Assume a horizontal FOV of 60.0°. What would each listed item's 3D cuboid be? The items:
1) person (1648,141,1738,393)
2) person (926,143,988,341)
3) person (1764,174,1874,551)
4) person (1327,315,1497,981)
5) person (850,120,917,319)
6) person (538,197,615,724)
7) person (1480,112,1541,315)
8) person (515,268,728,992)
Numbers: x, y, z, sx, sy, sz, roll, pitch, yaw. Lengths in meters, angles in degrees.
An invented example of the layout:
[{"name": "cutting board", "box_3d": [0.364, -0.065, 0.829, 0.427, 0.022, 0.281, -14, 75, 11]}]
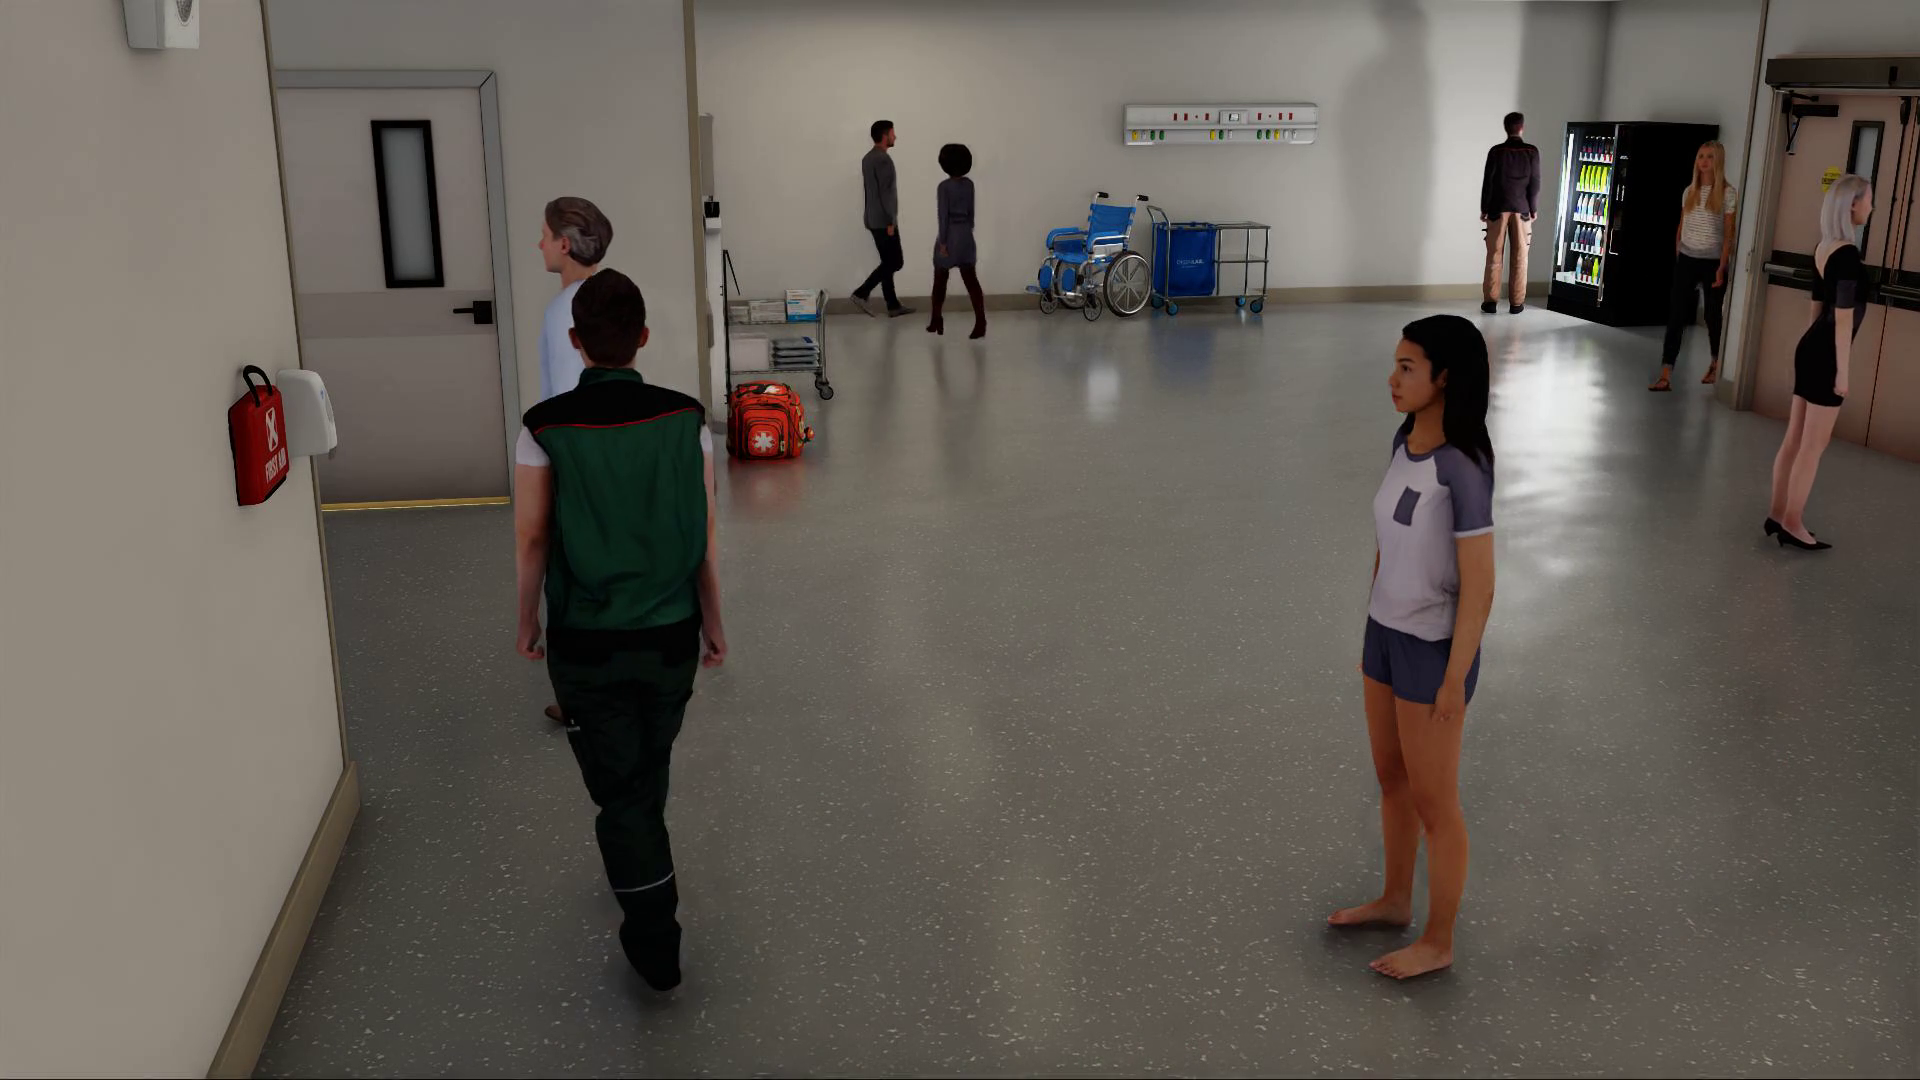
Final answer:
[{"name": "person", "box_3d": [5.465, -1.956, 12.136, 1.193, 1.778, 1.143, 15, 21, 42]}, {"name": "person", "box_3d": [0.027, -2.527, 14.364, 0.879, 1.668, 1.175, -10, 19, -32]}, {"name": "person", "box_3d": [4.221, -0.863, 8.166, 0.671, 1.829, 0.526, 1, 16, 4]}, {"name": "person", "box_3d": [1.191, 0.281, 4.285, 0.652, 1.733, 0.432, -4, 16, -13]}, {"name": "person", "box_3d": [-0.777, -2.999, 15.693, 0.936, 1.855, 1.025, -7, 17, -25]}, {"name": "person", "box_3d": [-1.326, -0.281, 5.983, 0.783, 1.894, 0.619, 2, 16, 6]}, {"name": "person", "box_3d": [5.360, -3.195, 16.265, 0.779, 1.922, 0.732, 3, 16, 11]}, {"name": "person", "box_3d": [-0.840, 0.268, 4.207, 0.836, 1.797, 1.151, -7, 17, -24]}]
